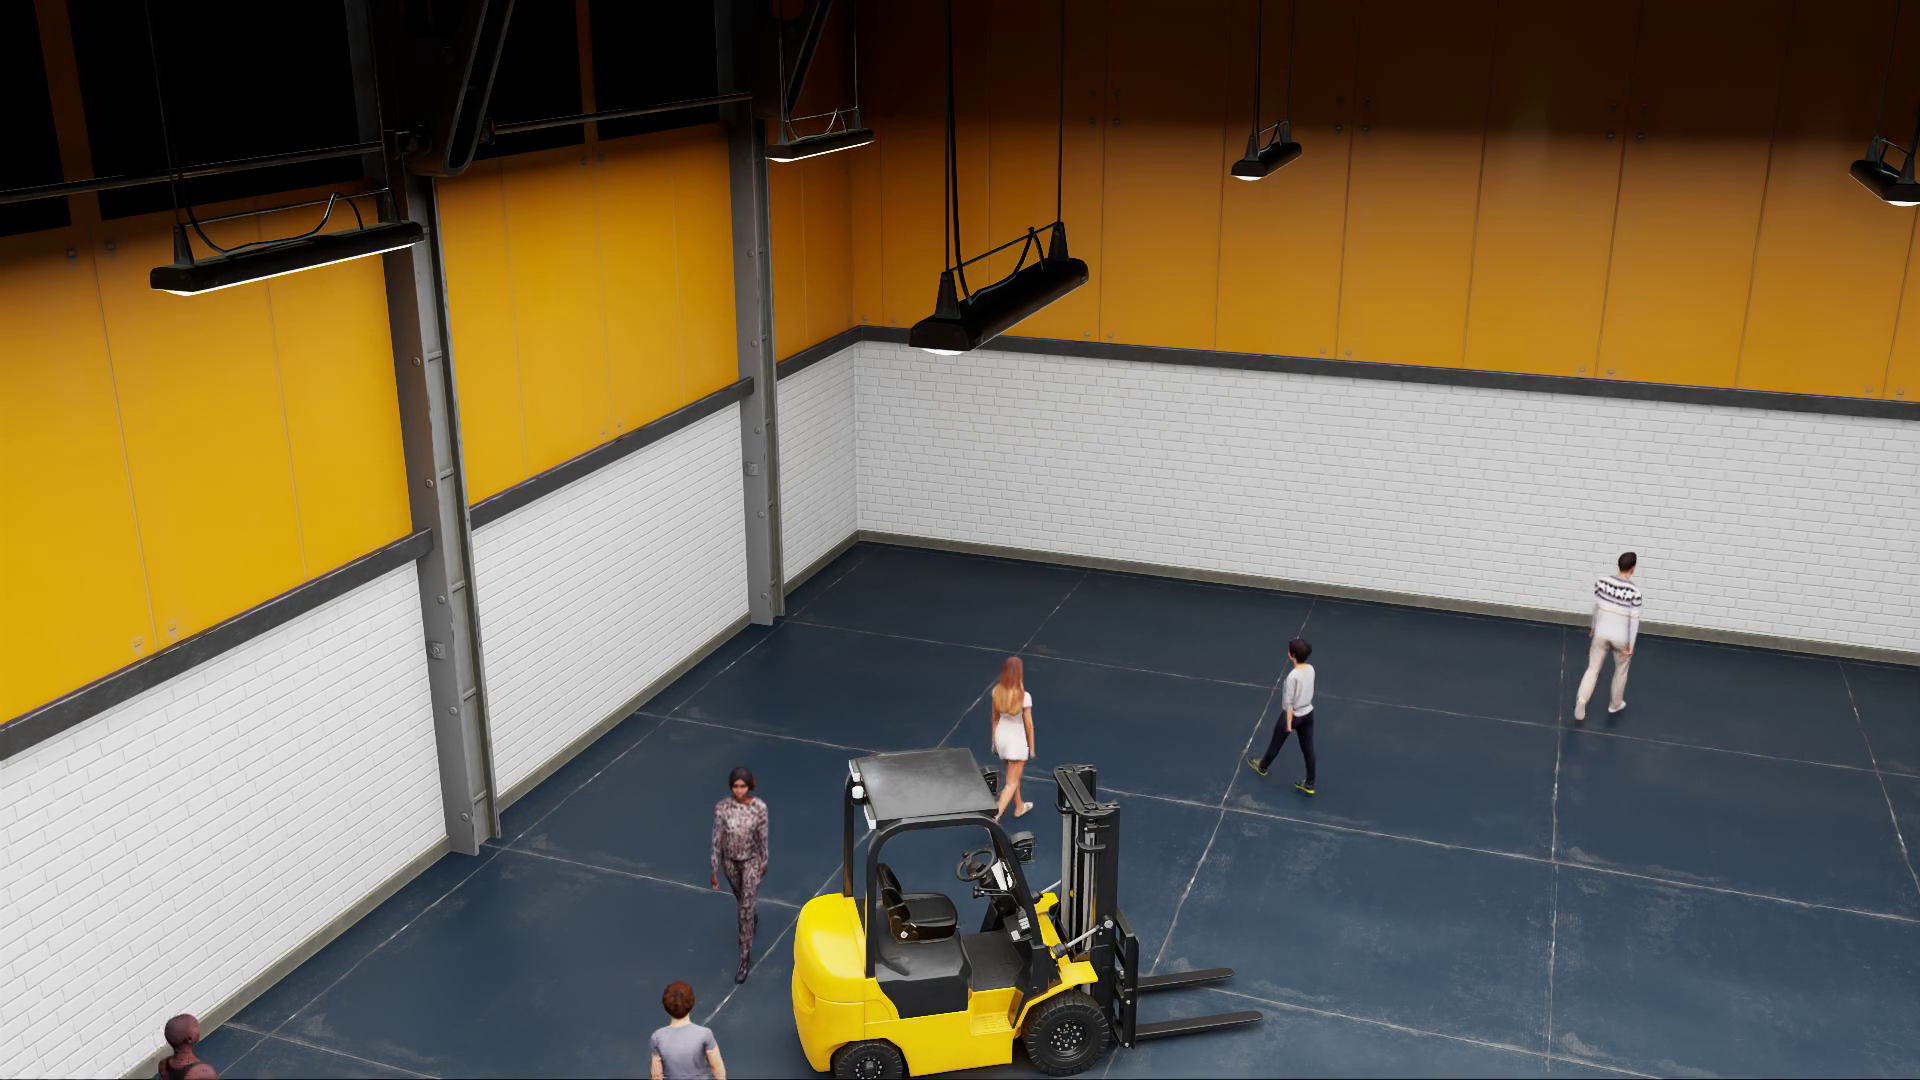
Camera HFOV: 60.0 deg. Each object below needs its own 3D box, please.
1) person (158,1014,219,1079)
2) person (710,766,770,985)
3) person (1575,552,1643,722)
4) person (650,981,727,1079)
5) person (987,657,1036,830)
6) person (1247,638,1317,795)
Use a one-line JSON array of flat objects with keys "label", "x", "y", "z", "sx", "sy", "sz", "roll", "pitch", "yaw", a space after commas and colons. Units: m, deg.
[{"label": "person", "x": -4.585, "y": 3.638, "z": 9.867, "sx": 0.614, "sy": 1.751, "sz": 0.611, "roll": 5, "pitch": 19, "yaw": 14}, {"label": "person", "x": -1.722, "y": 2.559, "z": 13.213, "sx": 0.774, "sy": 1.660, "sz": 1.233, "roll": 2, "pitch": 19, "yaw": 6}, {"label": "person", "x": 6.827, "y": 1.018, "z": 17.499, "sx": 0.912, "sy": 1.846, "sz": 1.141, "roll": 16, "pitch": 24, "yaw": 39}, {"label": "person", "x": -1.700, "y": 3.563, "z": 10.314, "sx": 0.850, "sy": 1.608, "sz": 1.190, "roll": 1, "pitch": 19, "yaw": 2}, {"label": "person", "x": 0.432, "y": 1.895, "z": 15.171, "sx": 0.749, "sy": 1.669, "sz": 1.136, "roll": 12, "pitch": 22, "yaw": 32}, {"label": "person", "x": 3.295, "y": 1.715, "z": 15.937, "sx": 1.000, "sy": 1.522, "sz": 0.958, "roll": -14, "pitch": 23, "yaw": -35}]
